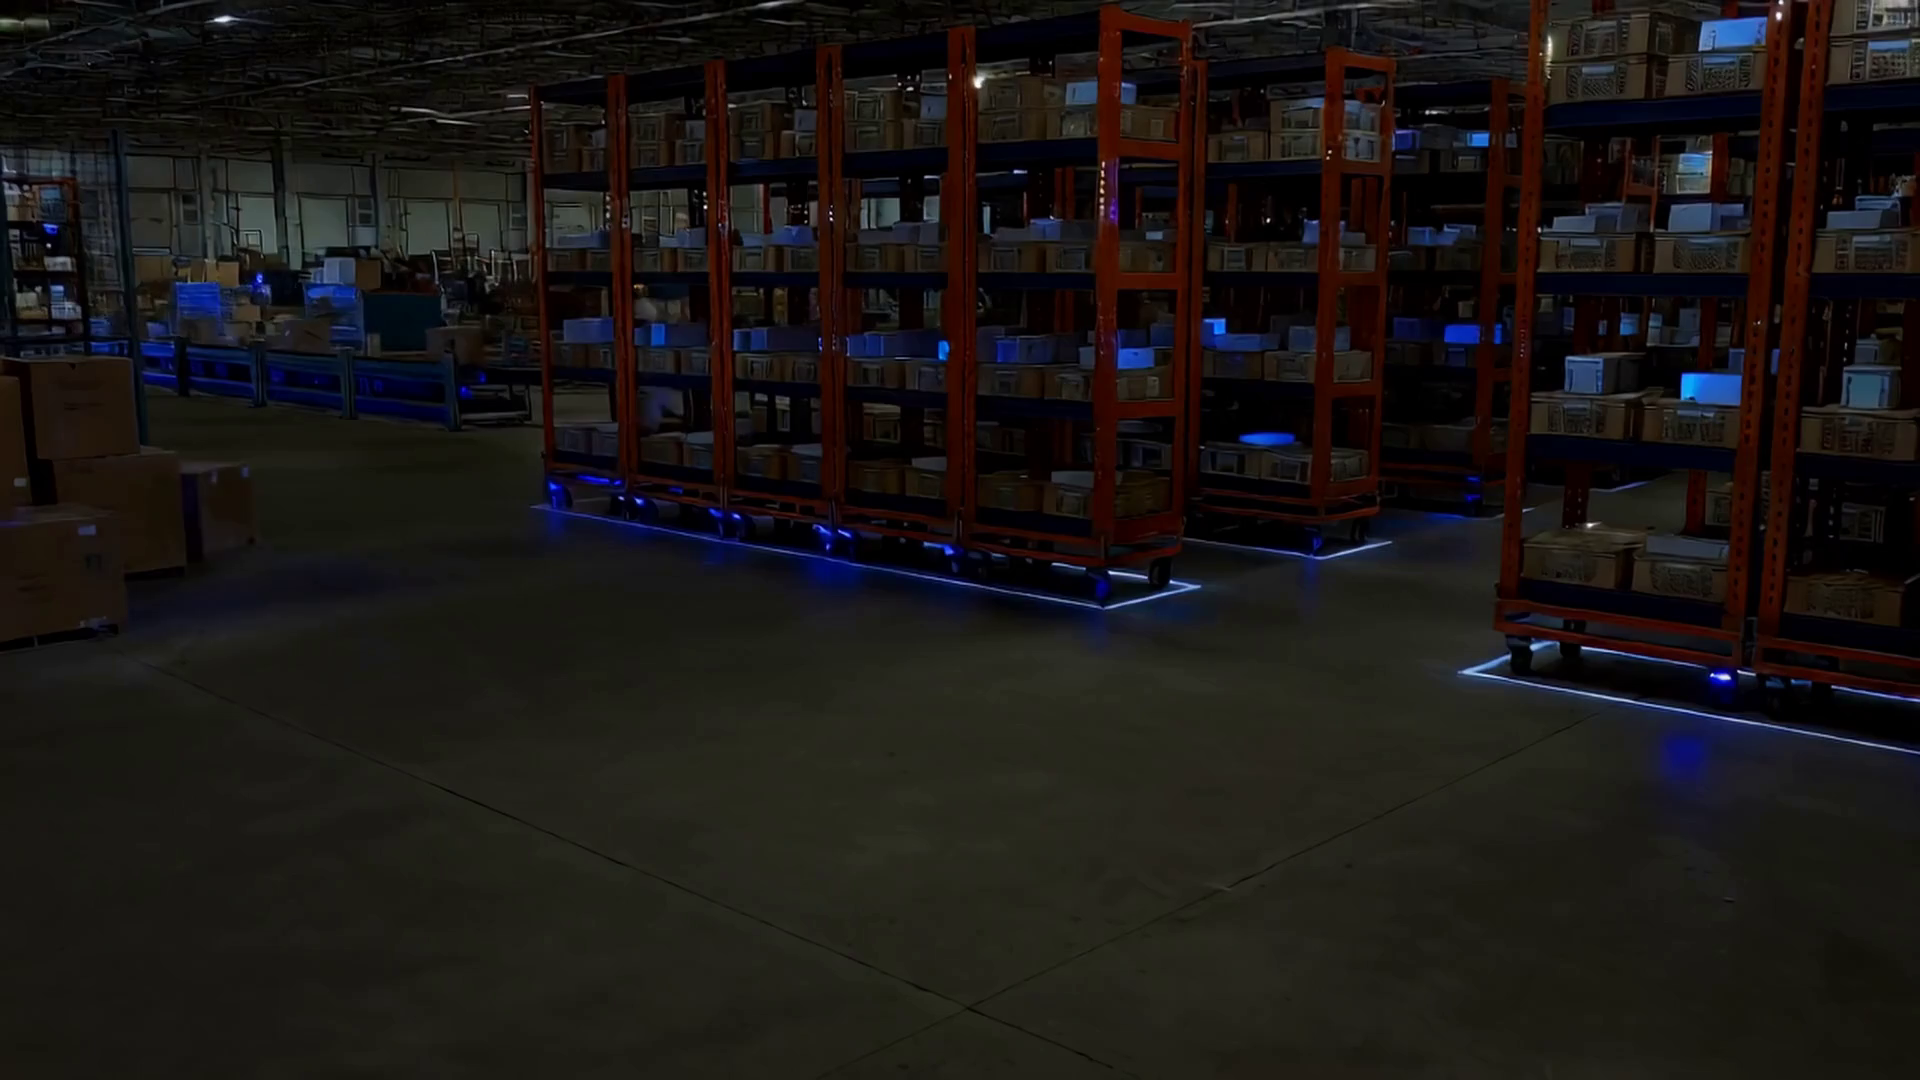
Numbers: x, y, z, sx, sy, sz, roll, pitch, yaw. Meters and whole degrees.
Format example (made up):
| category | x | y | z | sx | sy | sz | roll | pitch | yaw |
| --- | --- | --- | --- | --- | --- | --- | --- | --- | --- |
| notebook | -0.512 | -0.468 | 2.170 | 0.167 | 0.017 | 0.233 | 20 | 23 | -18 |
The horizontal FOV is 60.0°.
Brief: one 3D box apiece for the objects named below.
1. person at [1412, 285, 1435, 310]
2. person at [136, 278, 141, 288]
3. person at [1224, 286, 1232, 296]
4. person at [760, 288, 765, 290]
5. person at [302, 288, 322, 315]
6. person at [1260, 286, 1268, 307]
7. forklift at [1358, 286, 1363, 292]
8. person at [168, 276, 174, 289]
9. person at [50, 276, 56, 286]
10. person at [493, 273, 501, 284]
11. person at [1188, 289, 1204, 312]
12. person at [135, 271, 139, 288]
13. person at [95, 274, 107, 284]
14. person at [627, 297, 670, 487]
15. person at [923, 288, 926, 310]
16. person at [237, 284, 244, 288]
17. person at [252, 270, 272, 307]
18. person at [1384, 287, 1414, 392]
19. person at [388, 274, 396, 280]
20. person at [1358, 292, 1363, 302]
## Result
| category | x | y | z | sx | sy | sz | roll | pitch | yaw |
| --- | --- | --- | --- | --- | --- | --- | --- | --- | --- |
| person | 6.609 | -2.818 | 23.930 | 0.395 | 1.994 | 0.613 | 3 | 10 | 18 |
| person | -38.547 | -11.436 | 77.785 | 0.536 | 1.662 | 0.842 | 2 | 10 | 15 |
| person | 9.009 | -7.878 | 55.396 | 0.650 | 1.862 | 0.962 | 4 | 10 | 22 |
| person | -9.035 | -11.427 | 77.078 | 0.549 | 1.891 | 1.011 | 7 | 11 | 36 |
| person | -15.773 | -5.435 | 40.418 | 0.520 | 1.855 | 0.702 | 5 | 10 | 27 |
| person | 11.387 | -8.878 | 61.457 | 0.932 | 1.863 | 0.674 | 5 | 10 | 28 |
| forklift | 11.100 | -7.017 | 46.970 | 1.873 | 2.768 | 1.129 | 9 | 13 | 43 |
| person | -39.154 | -12.232 | 82.429 | 0.527 | 1.740 | 0.740 | 9 | 13 | 43 |
| person | -44.534 | -12.190 | 81.597 | 0.369 | 1.925 | 0.594 | -9 | 13 | -44 |
| person | -26.545 | -14.452 | 95.595 | 0.573 | 1.887 | 0.355 | -6 | 11 | -32 |
| person | 3.615 | -3.205 | 26.588 | 0.400 | 1.905 | 0.643 | -4 | 10 | -24 |
| person | -28.793 | -8.352 | 57.842 | 0.626 | 2.014 | 1.000 | 8 | 12 | 41 |
| person | -36.818 | -10.491 | 71.462 | 0.429 | 1.838 | 0.622 | 1 | 9 | 4 |
| person | -2.903 | -1.372 | 15.608 | 0.606 | 1.814 | 0.631 | 9 | 13 | 43 |
| person | -1.367 | -8.531 | 60.035 | 0.535 | 1.642 | 0.907 | 1 | 9 | 9 |
| person | -23.470 | -7.731 | 54.589 | 0.937 | 1.839 | 0.622 | -2 | 9 | -10 |
| person | -24.170 | -8.358 | 57.758 | 0.536 | 2.000 | 0.676 | 4 | 10 | 25 |
| person | 6.413 | -2.756 | 24.084 | 0.627 | 1.816 | 0.495 | -4 | 10 | -22 |
| person | -18.919 | -7.896 | 55.329 | 0.578 | 1.908 | 0.421 | 5 | 10 | 26 |
| person | 10.742 | -6.245 | 45.561 | 0.918 | 1.780 | 0.604 | 8 | 12 | 40 |
